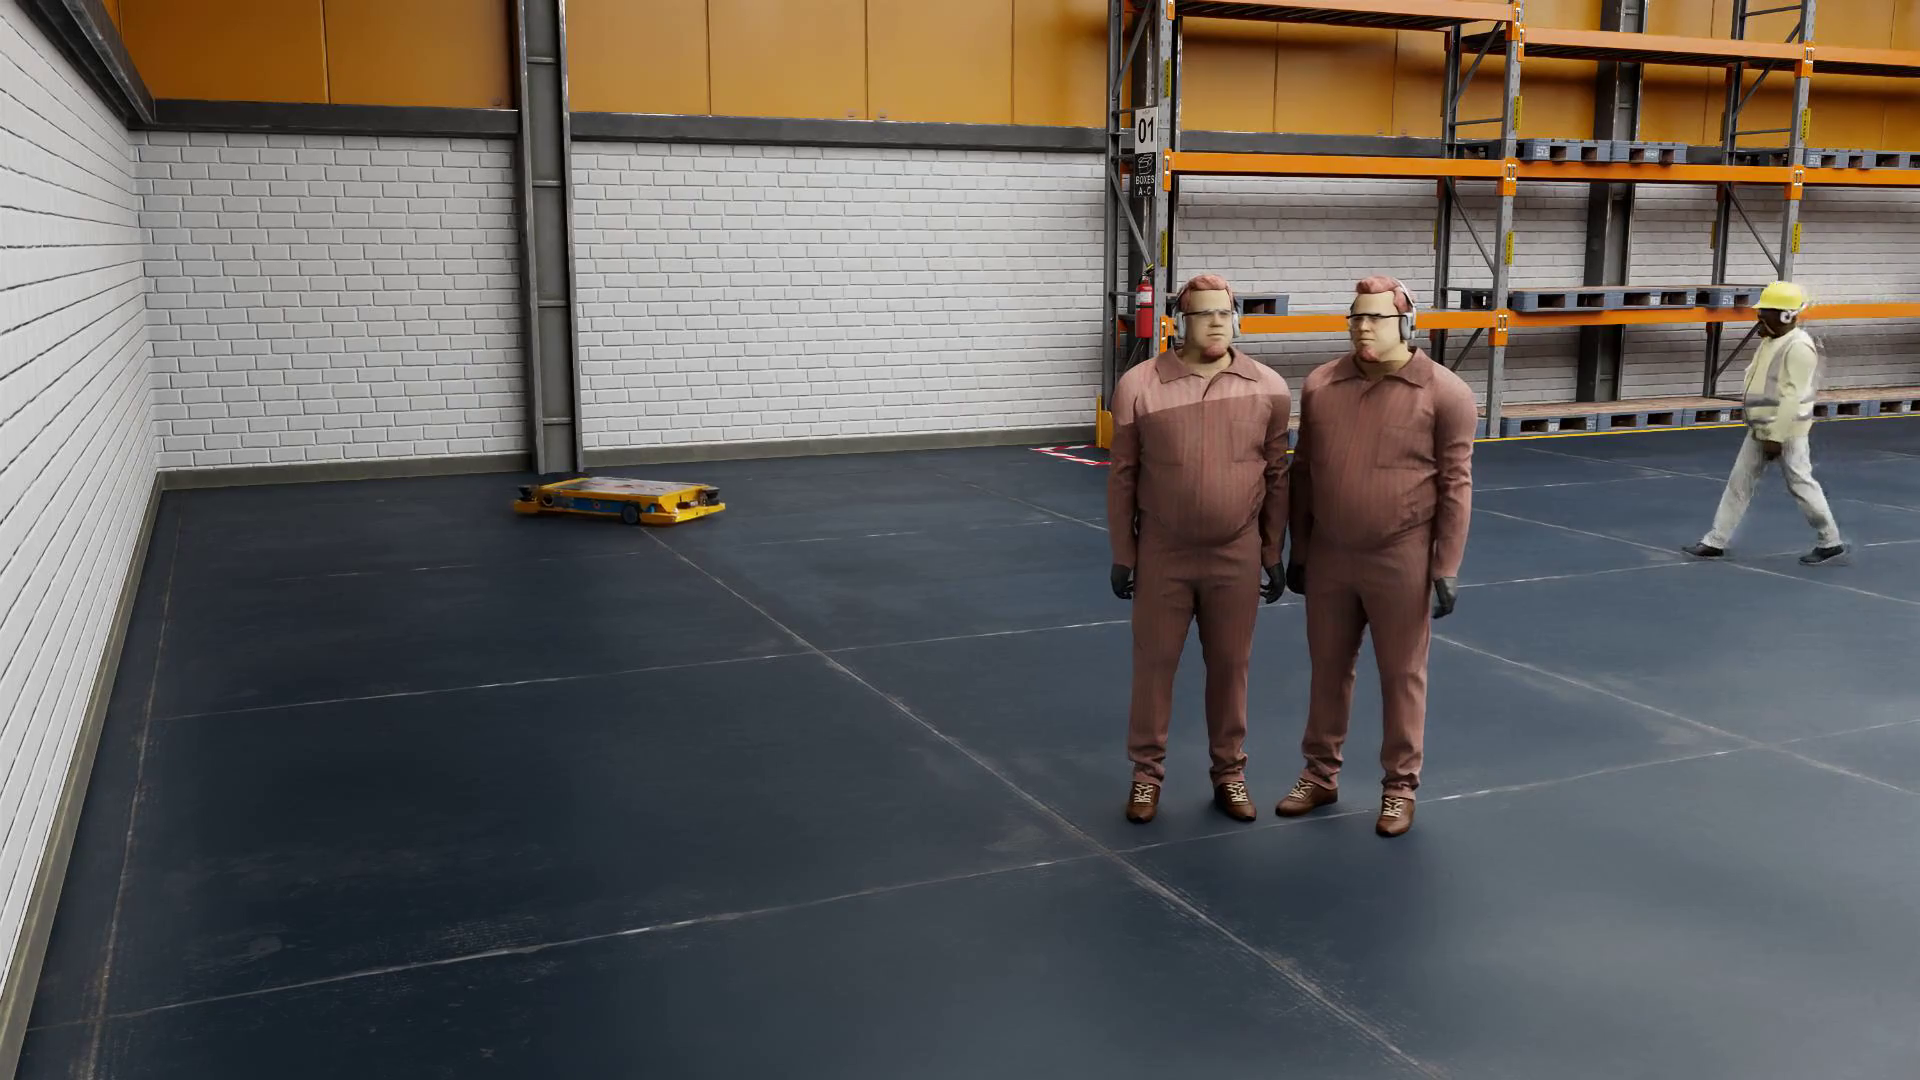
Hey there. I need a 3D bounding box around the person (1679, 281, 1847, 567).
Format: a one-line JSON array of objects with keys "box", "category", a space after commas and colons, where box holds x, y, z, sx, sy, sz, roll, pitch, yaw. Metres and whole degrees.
[{"box": [5.113, -0.715, 10.378, 0.967, 1.785, 0.608, 0, 10, 3], "category": "person"}]

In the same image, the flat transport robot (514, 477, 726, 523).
[{"box": [-2.518, -0.306, 12.296, 1.431, 0.197, 0.652, 5, 11, 24], "category": "flat transport robot"}]

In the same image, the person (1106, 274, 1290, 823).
[{"box": [0.831, 0.039, 5.802, 0.646, 1.913, 0.409, 0, 10, -1], "category": "person"}]

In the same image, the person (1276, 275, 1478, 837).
[{"box": [1.405, 0.057, 5.716, 0.638, 1.911, 0.402, 8, 13, 36], "category": "person"}]
